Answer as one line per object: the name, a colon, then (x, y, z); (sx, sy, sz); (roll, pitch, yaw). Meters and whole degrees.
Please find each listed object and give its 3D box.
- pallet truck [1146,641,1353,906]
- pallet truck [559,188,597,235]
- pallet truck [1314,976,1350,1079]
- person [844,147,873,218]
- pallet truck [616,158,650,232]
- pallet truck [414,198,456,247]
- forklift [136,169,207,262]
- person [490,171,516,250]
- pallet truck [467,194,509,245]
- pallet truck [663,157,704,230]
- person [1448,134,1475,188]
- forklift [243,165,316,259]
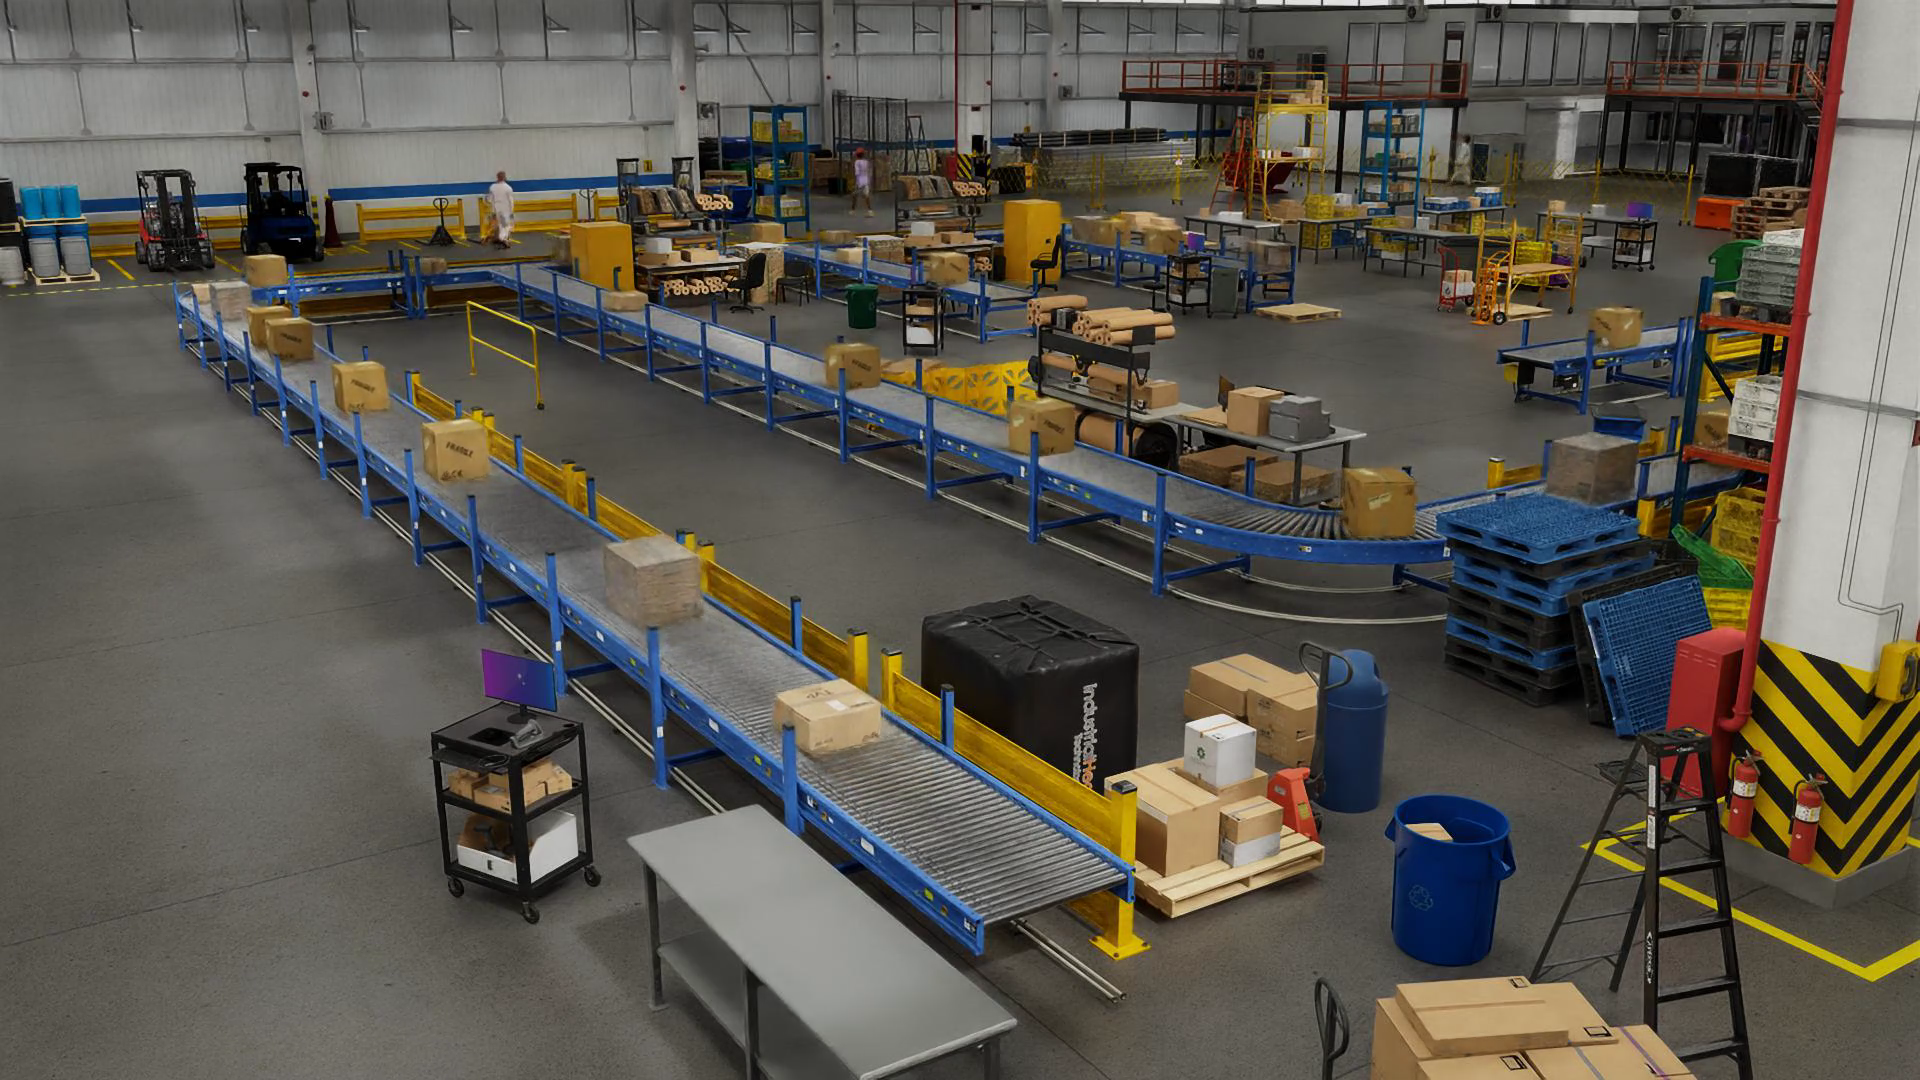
pallet truck: (1.664, 1.407, 10.232); (1.630, 1.274, 0.653); (-10, 20, -31)
pallet truck: (-10.010, -8.652, 43.699); (0.653, 1.274, 1.630); (-10, 20, -31)
pallet truck: (2.299, 2.390, 7.086); (1.601, 1.201, 0.680); (-2, 17, -7)
person: (-2.919, -10.349, 48.160); (1.017, 1.989, 0.633); (12, 21, 35)
pallet truck: (-8.918, -9.176, 44.255); (0.823, 1.965, 1.885); (-9, 19, -27)
pallet truck: (-13.250, -8.060, 41.856); (0.680, 1.201, 1.601); (-10, 20, -31)
forklift: (-17.842, -7.318, 37.559); (1.157, 1.987, 2.680); (-10, 20, -31)
person: (-11.175, -8.057, 40.699); (0.640, 1.898, 0.463); (5, 18, 18)
pallet truck: (-11.983, -8.177, 42.137); (0.704, 1.261, 1.522); (-11, 20, -33)
pallet truck: (-7.586, -9.308, 44.692); (0.823, 1.965, 1.885); (-11, 20, -33)
person: (17.472, -13.161, 57.763); (0.890, 1.851, 0.587); (8, 18, 24)
forklift: (-15.898, -7.669, 38.708); (1.157, 1.987, 2.680); (-11, 20, -33)
